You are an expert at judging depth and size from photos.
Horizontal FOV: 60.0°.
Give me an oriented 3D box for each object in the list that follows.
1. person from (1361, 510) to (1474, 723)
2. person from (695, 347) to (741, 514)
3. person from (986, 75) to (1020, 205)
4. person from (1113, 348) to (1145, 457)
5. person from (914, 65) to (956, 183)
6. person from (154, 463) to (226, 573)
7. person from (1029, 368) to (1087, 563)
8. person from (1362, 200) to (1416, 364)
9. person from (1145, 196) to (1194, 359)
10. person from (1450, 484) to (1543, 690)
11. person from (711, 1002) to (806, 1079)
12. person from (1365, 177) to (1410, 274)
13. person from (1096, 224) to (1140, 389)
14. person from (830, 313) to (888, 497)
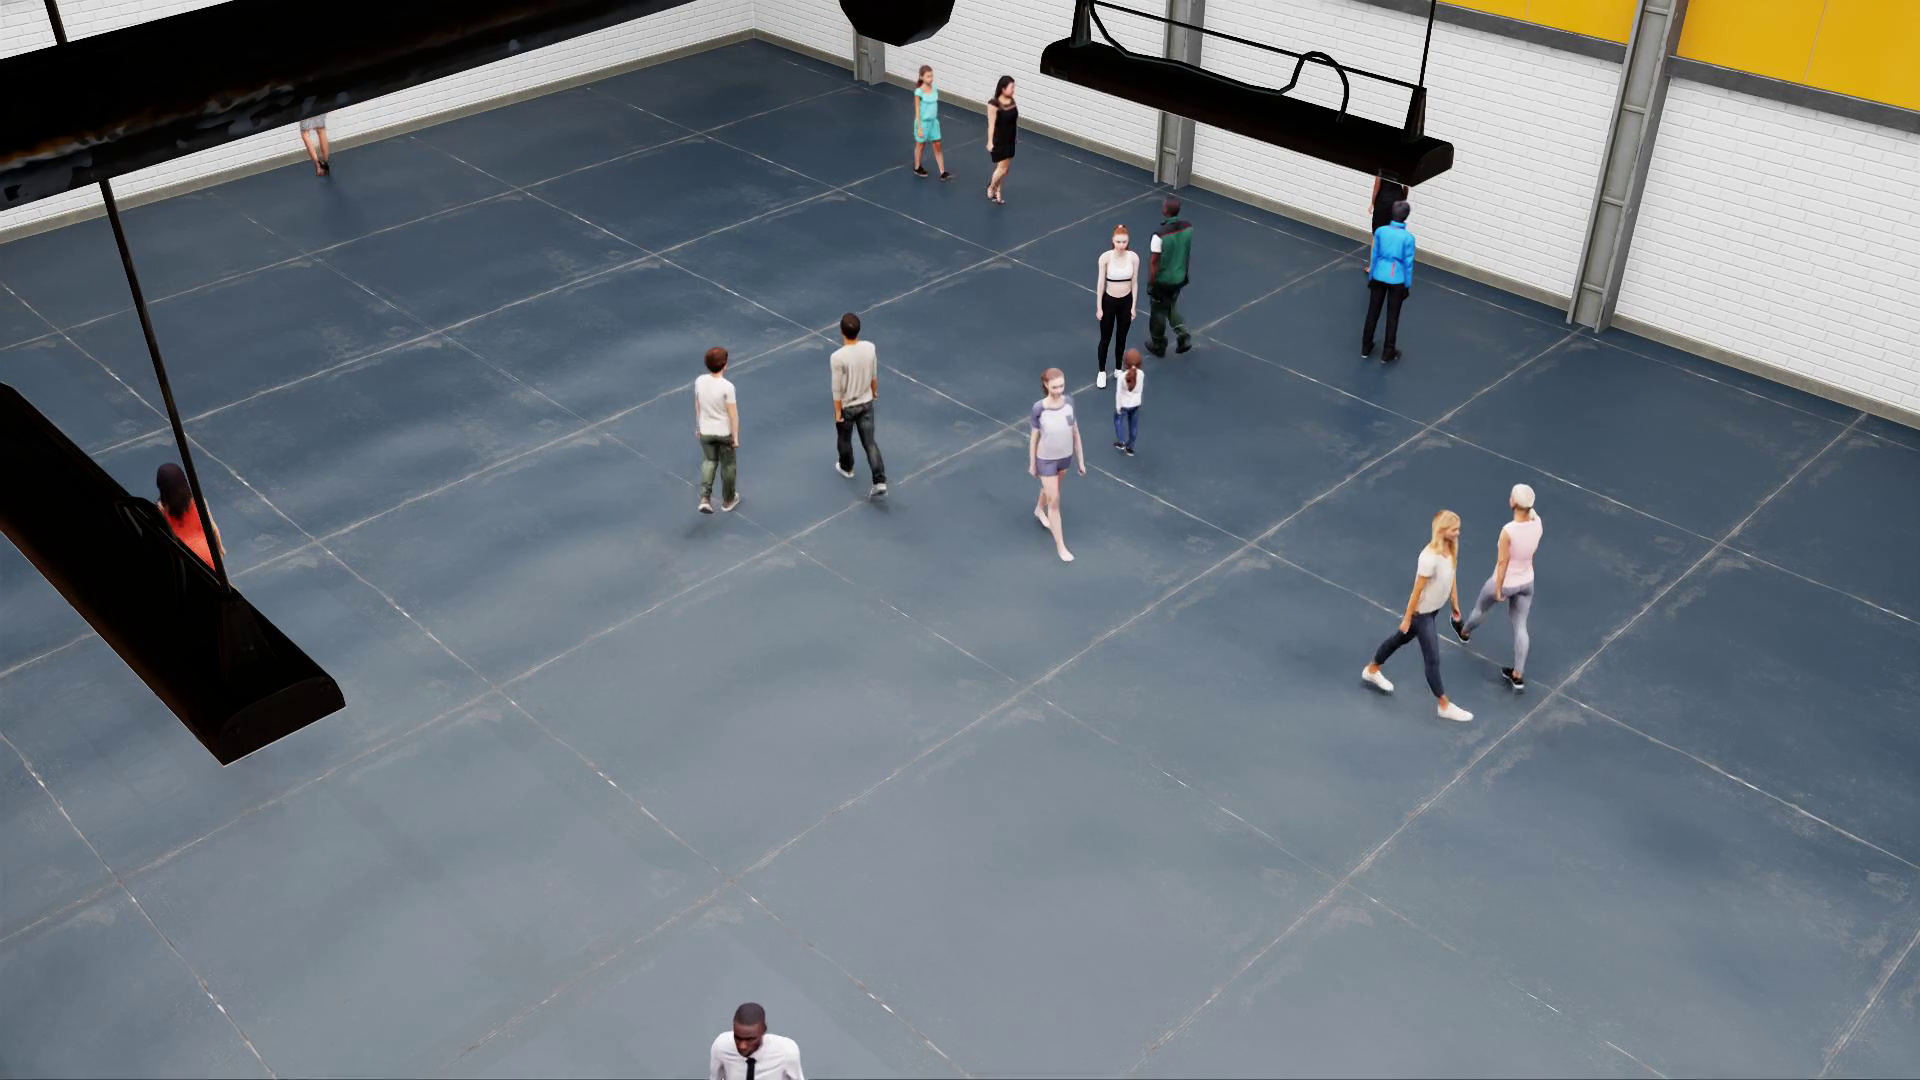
[{"bbox_3d":[3.466,0.519,12.694,1.193,1.760,0.722,22,39,29],"label":"person"},{"bbox_3d":[-2.225,-0.930,14.983,0.911,1.639,0.887,13,36,19],"label":"person"},{"bbox_3d":[0.457,-5.079,21.172,0.671,1.699,0.709,23,40,30],"label":"person"},{"bbox_3d":[1.653,-1.311,16.040,0.531,1.104,0.582,-10,35,-14],"label":"person"},{"bbox_3d":[-0.492,-5.512,21.981,0.637,1.525,1.008,-23,40,-31],"label":"person"},{"bbox_3d":[-6.093,0.182,13.258,0.707,1.699,0.819,-17,37,-24],"label":"person"},{"bbox_3d":[0.797,-0.751,14.646,0.864,1.716,1.202,-14,36,-20],"label":"person"},{"bbox_3d":[4.521,-2.736,17.562,0.517,1.794,0.710,21,39,29],"label":"person"},{"bbox_3d":[2.233,-2.705,17.486,0.762,1.826,0.913,-21,39,-28],"label":"person"},{"bbox_3d":[4.355,0.390,12.968,0.930,1.673,1.188,-9,35,-13],"label":"person"},{"bbox_3d":[-1.042,3.074,8.784,0.692,1.835,0.775,3,34,4],"label":"person"},{"bbox_3d":[4.996,-3.913,19.374,0.672,1.747,0.700,-4,34,-6],"label":"person"},{"bbox_3d":[1.606,-2.409,17.117,0.672,1.741,0.704,-5,34,-7],"label":"person"},{"bbox_3d":[-0.911,-1.216,15.286,0.870,1.781,1.196,-17,37,-24],"label":"person"}]
